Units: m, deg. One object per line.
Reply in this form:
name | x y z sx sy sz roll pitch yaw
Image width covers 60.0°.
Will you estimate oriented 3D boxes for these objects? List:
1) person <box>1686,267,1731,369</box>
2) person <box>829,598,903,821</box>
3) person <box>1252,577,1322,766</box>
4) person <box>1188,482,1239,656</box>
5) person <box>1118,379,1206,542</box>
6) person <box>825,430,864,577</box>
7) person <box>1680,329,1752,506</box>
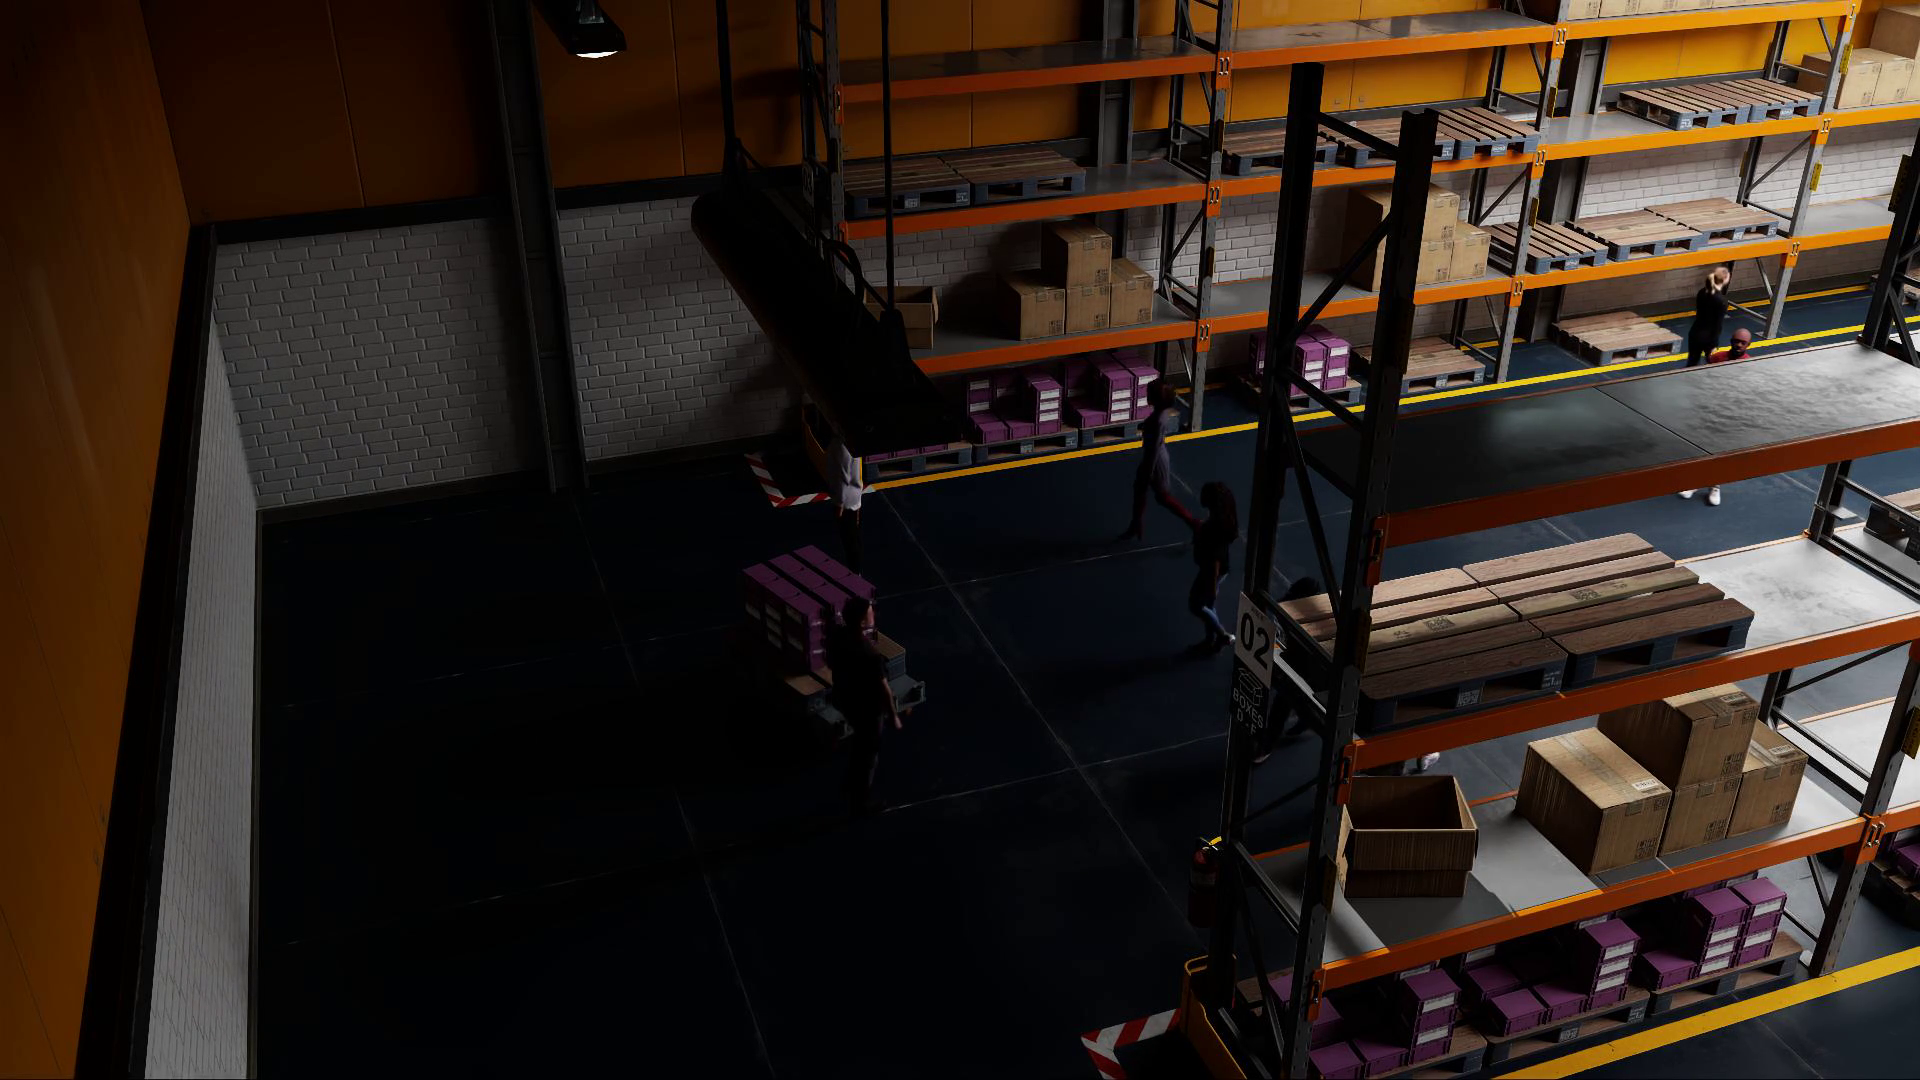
person | 8.151 -2.183 18.378 0.598 1.694 0.641 -13 31 -23
person | -0.769 1.245 11.949 0.677 1.834 0.748 -16 32 -26
person | 2.606 0.948 12.775 1.054 1.563 0.778 -15 32 -25
person | 2.200 0.275 13.966 0.791 1.603 0.737 6 29 10
person | 1.932 -0.687 15.648 1.164 1.682 0.946 4 29 8
person | -1.014 -0.414 14.888 0.703 1.931 0.743 -2 29 -3
person | 7.582 -1.264 16.561 0.755 1.821 0.789 17 33 28
